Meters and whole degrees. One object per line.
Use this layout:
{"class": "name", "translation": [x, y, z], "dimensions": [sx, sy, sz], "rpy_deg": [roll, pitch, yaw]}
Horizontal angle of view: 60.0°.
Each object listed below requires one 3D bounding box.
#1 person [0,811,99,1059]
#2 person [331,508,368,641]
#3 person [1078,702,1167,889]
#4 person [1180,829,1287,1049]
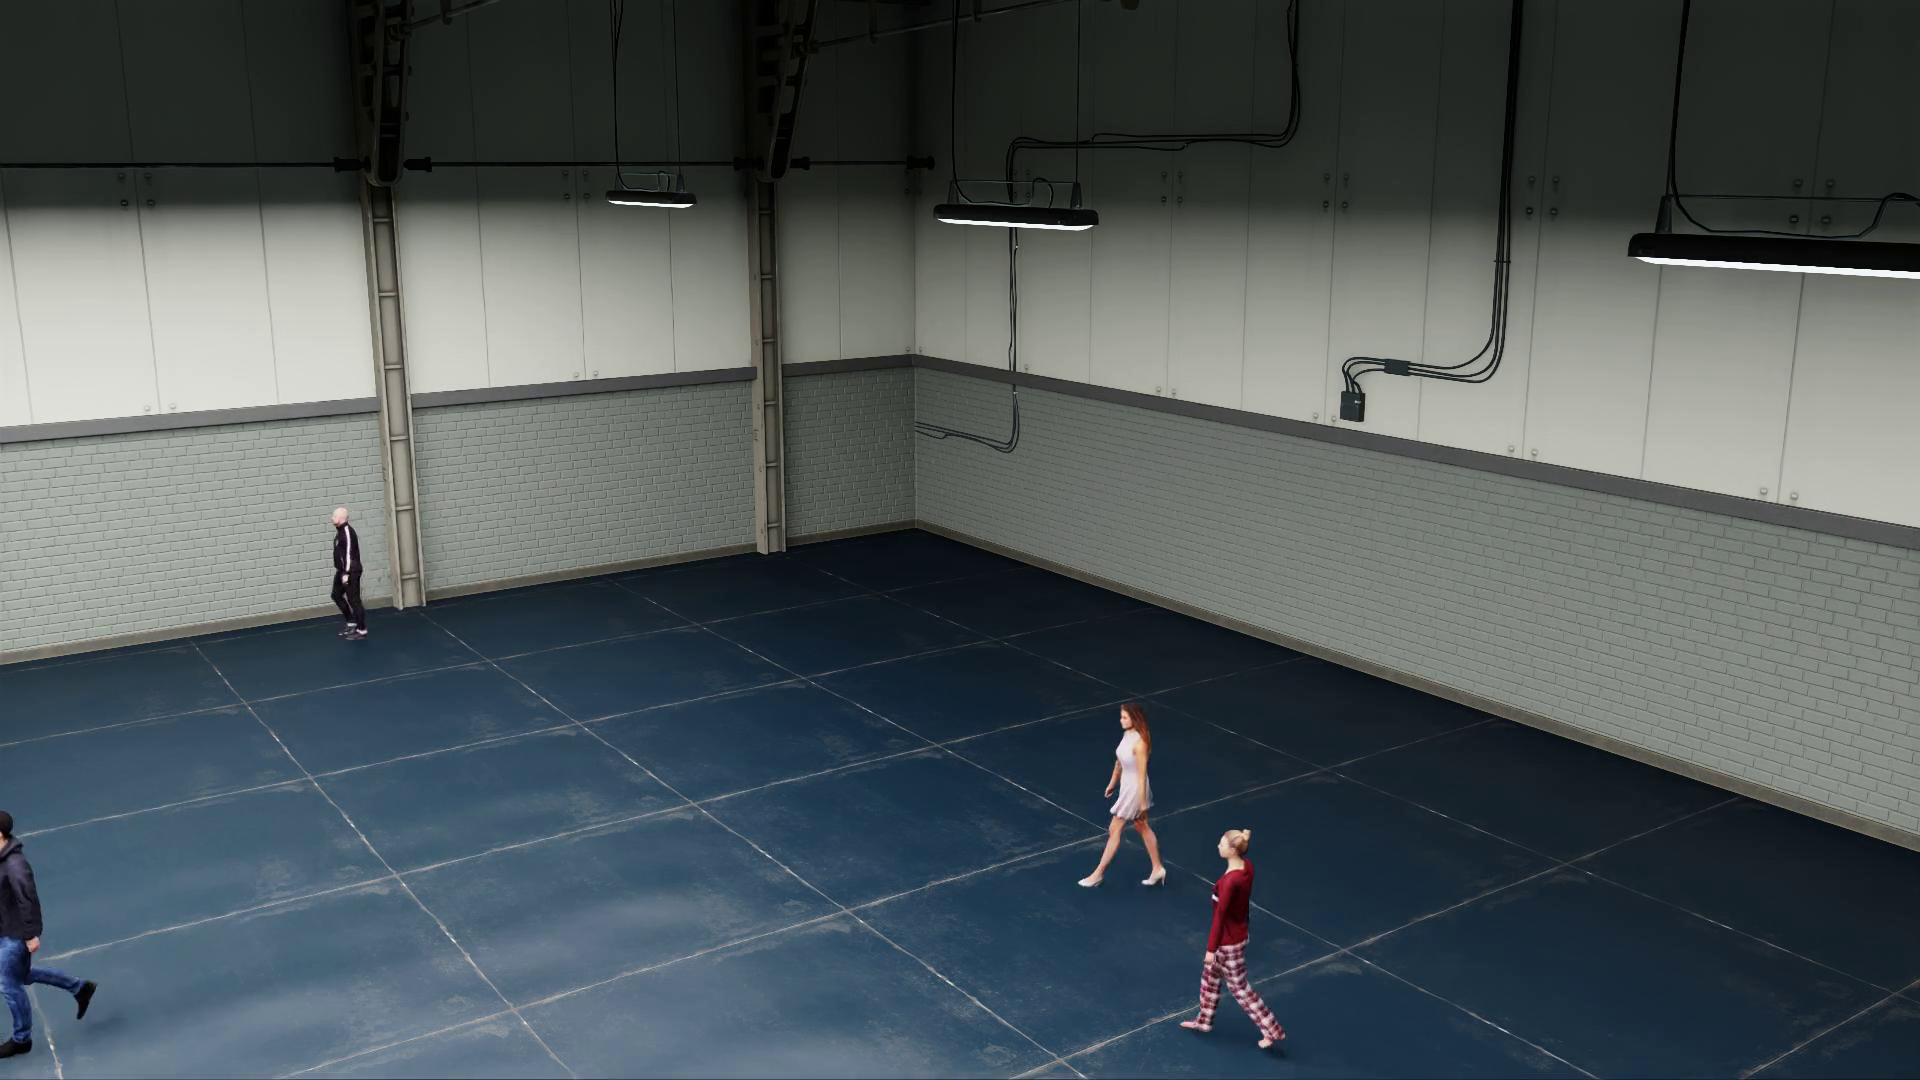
{"class": "person", "translation": [-6.776, 2.824, 12.135], "dimensions": [1.003, 1.871, 0.676], "rpy_deg": [-10, 16, -37]}
{"class": "person", "translation": [-8.170, 0.449, 22.503], "dimensions": [0.654, 1.821, 0.729], "rpy_deg": [-7, 15, -28]}
{"class": "person", "translation": [1.631, 2.284, 14.775], "dimensions": [1.125, 1.732, 0.865], "rpy_deg": [-2, 13, -9]}
{"class": "person", "translation": [2.057, 2.932, 12.140], "dimensions": [1.018, 1.658, 1.078], "rpy_deg": [6, 14, 23]}
